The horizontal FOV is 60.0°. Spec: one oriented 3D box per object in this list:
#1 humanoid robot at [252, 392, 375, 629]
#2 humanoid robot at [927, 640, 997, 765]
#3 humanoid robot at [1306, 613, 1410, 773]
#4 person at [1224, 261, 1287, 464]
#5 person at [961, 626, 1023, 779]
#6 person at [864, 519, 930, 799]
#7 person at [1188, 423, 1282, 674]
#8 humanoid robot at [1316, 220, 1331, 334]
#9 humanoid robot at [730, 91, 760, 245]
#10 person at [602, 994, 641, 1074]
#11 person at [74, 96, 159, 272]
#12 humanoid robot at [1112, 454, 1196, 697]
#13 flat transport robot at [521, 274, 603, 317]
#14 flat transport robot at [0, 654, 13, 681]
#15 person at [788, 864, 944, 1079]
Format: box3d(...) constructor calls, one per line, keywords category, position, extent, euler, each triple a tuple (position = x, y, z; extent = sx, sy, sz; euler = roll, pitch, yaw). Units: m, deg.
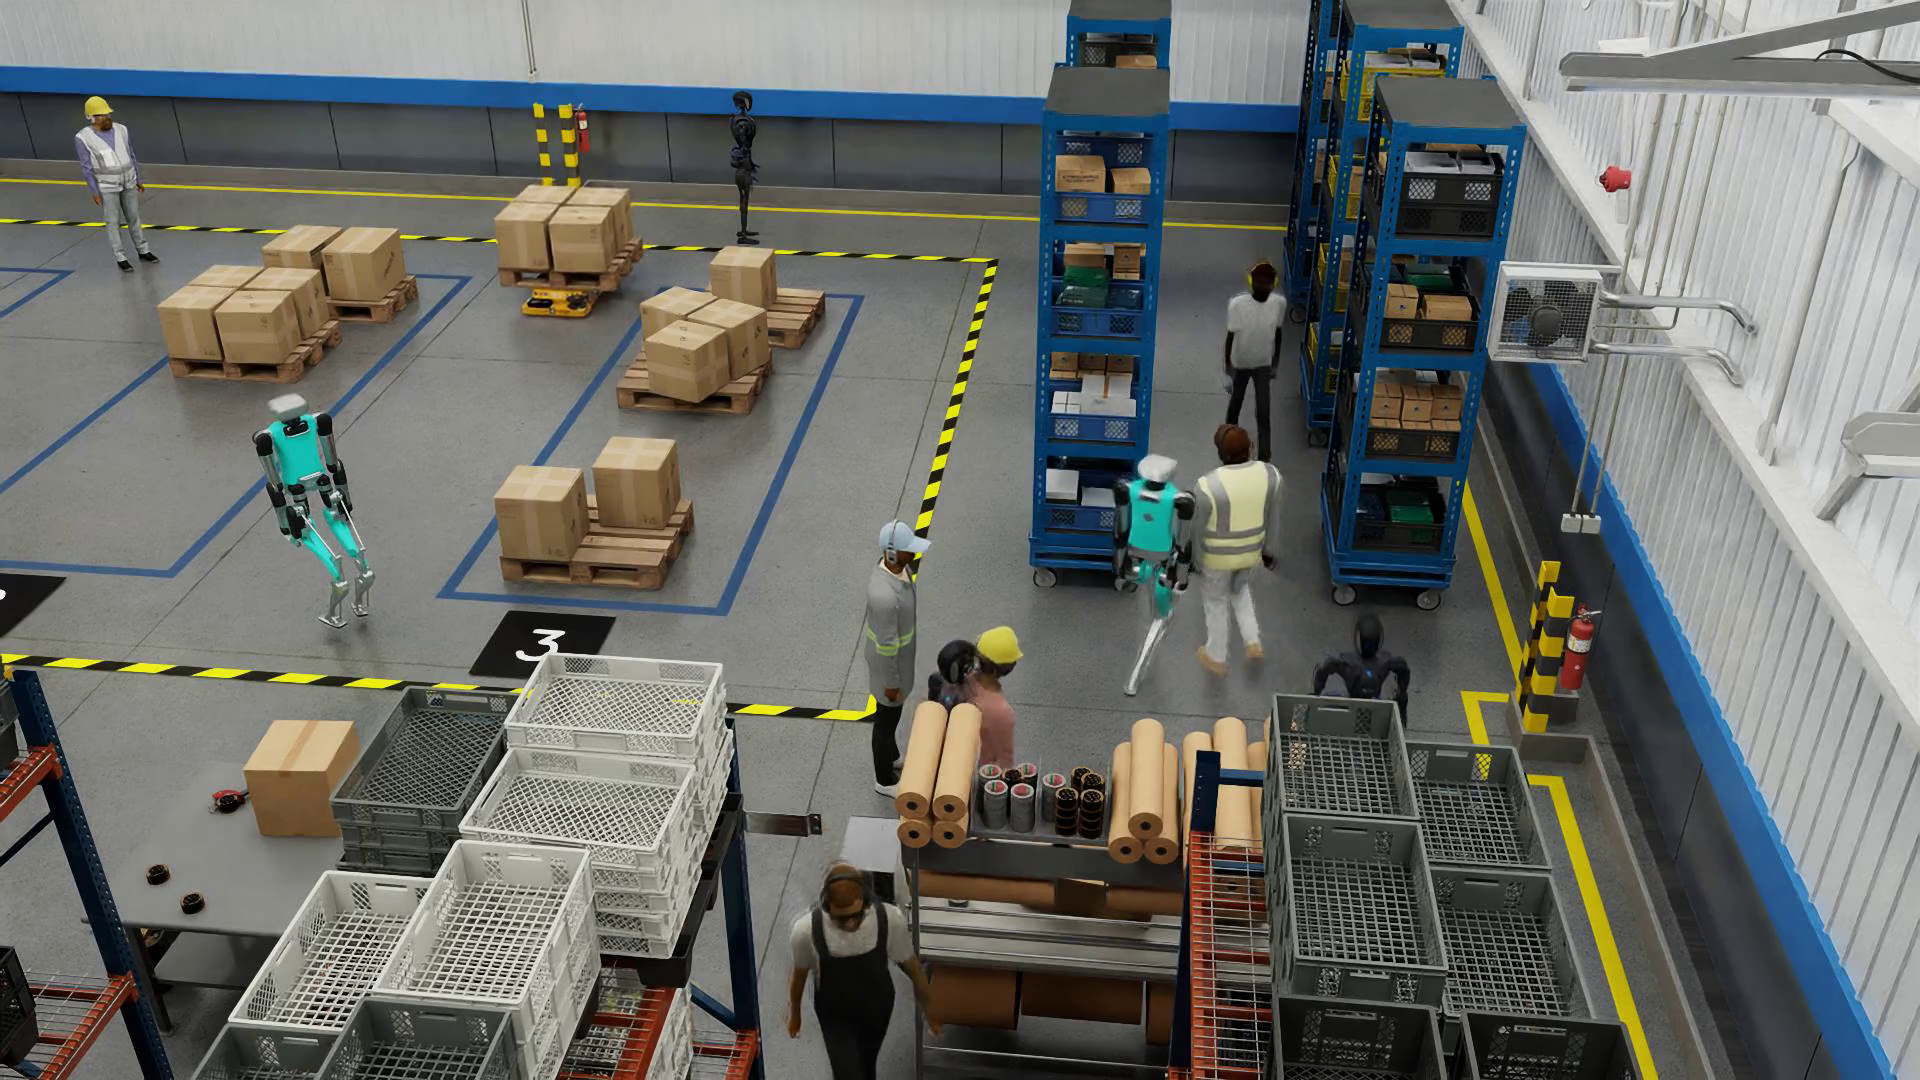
box3d(category="humanoid robot", position=(-4.312, -0.140, 11.319), extent=(0.533, 1.680, 0.735), euler=(-26, 39, -37))
box3d(category="humanoid robot", position=(0.089, 1.230, 9.178), extent=(0.441, 1.640, 0.608), euler=(-26, 39, -37))
box3d(category="humanoid robot", position=(2.253, 1.063, 9.486), extent=(0.603, 1.630, 0.724), euler=(0, 30, -1))
box3d(category="person", position=(2.376, -1.376, 13.491), extent=(0.508, 1.826, 0.946), euler=(-1, 30, -2))
box3d(category="person", position=(0.065, 1.253, 9.063), extent=(0.673, 1.729, 0.562), euler=(-12, 32, -20))
box3d(category="person", position=(-0.367, 0.697, 9.905), extent=(0.395, 1.850, 0.589), euler=(3, 30, 5))
box3d(category="person", position=(1.774, 0.081, 10.988), extent=(0.629, 1.818, 0.437), euler=(-14, 33, -22))
box3d(category="humanoid robot", position=(3.506, -2.515, 15.579), extent=(0.315, 1.657, 0.599), euler=(17, 34, 27))
box3d(category="humanoid robot", position=(-2.366, -4.124, 18.341), extent=(0.315, 1.657, 0.599), euler=(-2, 30, -3))
box3d(category="person", position=(-1.318, 2.504, 6.930), extent=(0.755, 1.718, 0.494), euler=(-8, 31, -14))
box3d(category="person", position=(-8.926, -3.772, 17.592), extent=(0.404, 1.837, 0.590), euler=(19, 35, 29))
box3d(category="humanoid robot", position=(1.362, 0.094, 11.099), extent=(0.542, 1.764, 1.019), euler=(12, 32, 20))
box3d(category="flat transport robot", position=(-4.005, -2.687, 17.262), extent=(0.652, 0.197, 1.431), euler=(3, 30, 6))
box3d(category="flat transport robot", position=(-7.142, 0.969, 11.010), extent=(1.431, 0.231, 0.659), euler=(3, 30, 6))
box3d(category="person", position=(-0.409, 2.165, 7.425), extent=(0.659, 1.793, 0.905), euler=(-9, 31, -15))
